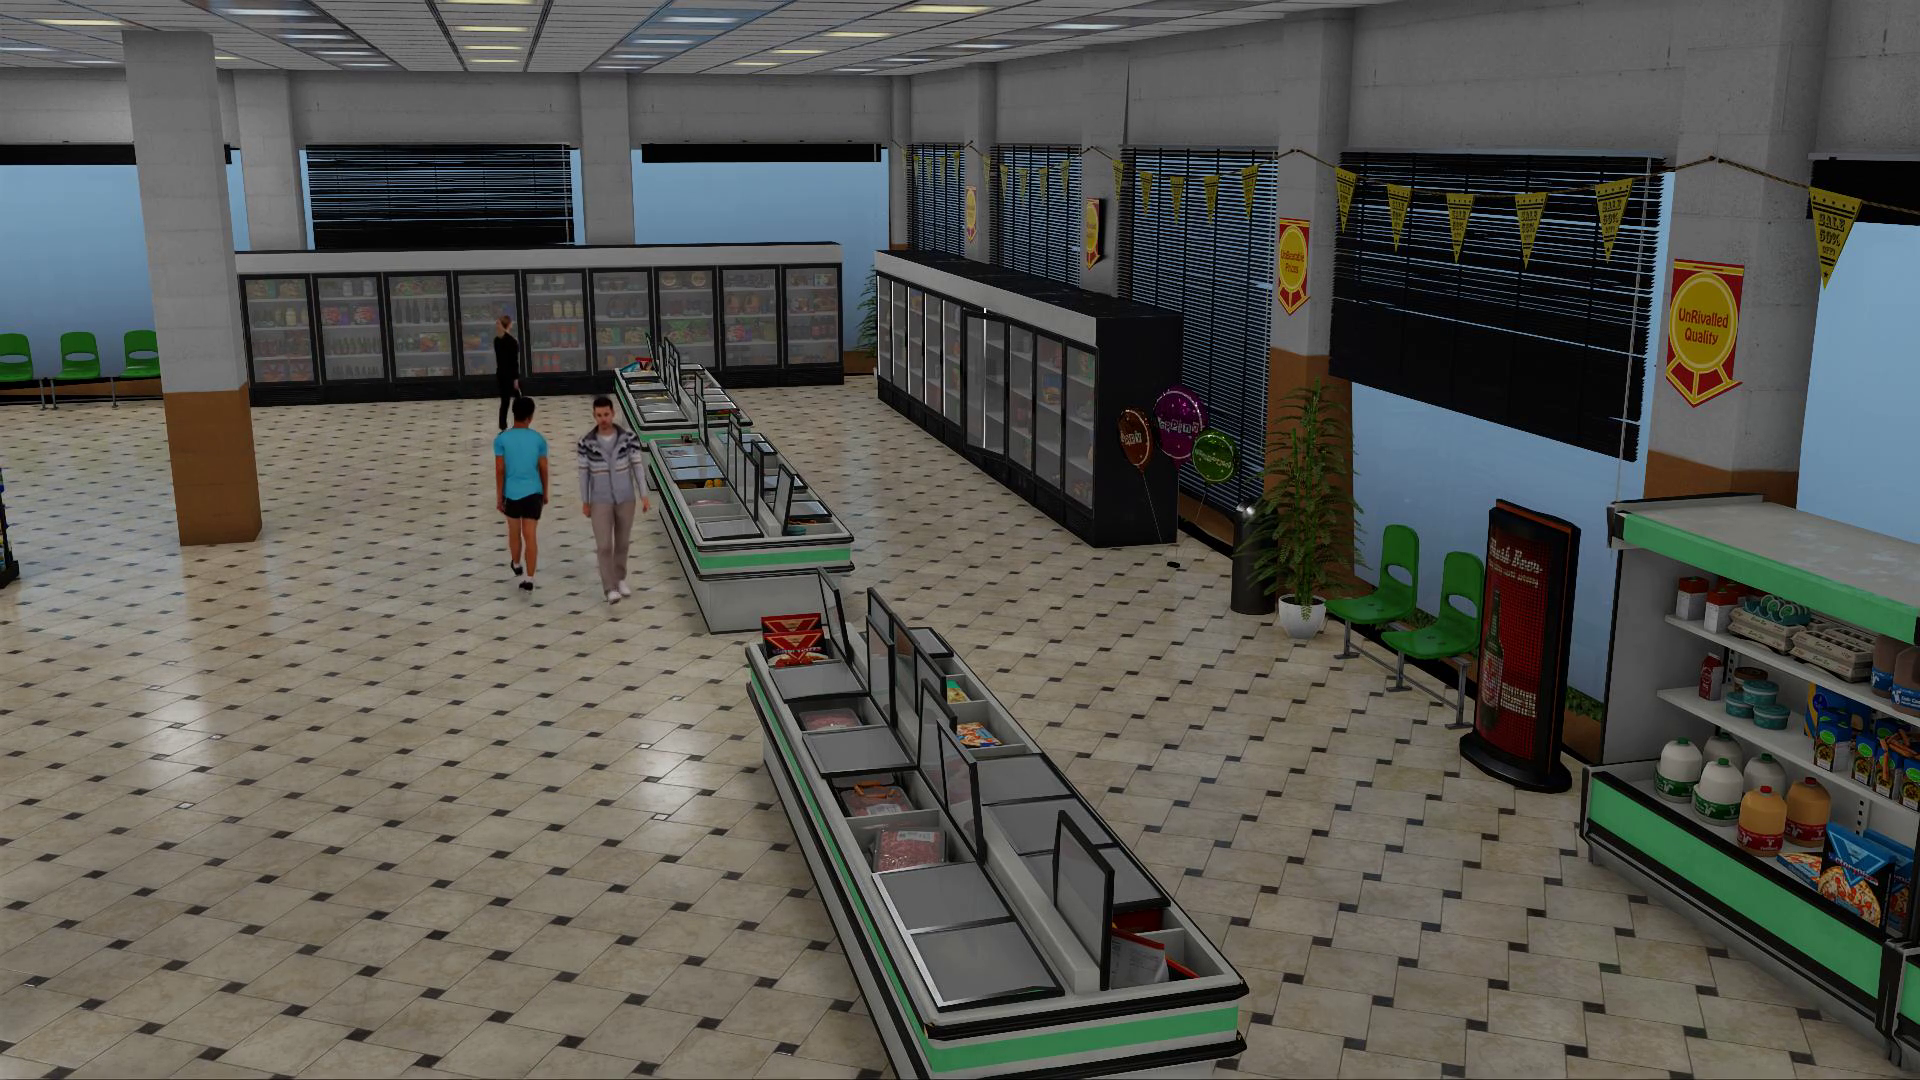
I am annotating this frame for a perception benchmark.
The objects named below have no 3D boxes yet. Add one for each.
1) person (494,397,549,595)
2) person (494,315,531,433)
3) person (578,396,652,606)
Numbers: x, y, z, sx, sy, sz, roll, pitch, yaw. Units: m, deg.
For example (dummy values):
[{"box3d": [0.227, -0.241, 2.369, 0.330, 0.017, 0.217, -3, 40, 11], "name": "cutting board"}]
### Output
[{"box3d": [-3.864, -0.348, 14.782, 0.687, 1.717, 1.188, -5, 15, -20], "name": "person"}, {"box3d": [-6.081, -2.127, 22.173, 0.873, 1.690, 0.929, 9, 16, 33], "name": "person"}, {"box3d": [-3.067, -0.361, 14.626, 0.796, 1.815, 1.166, -6, 15, -23], "name": "person"}]
